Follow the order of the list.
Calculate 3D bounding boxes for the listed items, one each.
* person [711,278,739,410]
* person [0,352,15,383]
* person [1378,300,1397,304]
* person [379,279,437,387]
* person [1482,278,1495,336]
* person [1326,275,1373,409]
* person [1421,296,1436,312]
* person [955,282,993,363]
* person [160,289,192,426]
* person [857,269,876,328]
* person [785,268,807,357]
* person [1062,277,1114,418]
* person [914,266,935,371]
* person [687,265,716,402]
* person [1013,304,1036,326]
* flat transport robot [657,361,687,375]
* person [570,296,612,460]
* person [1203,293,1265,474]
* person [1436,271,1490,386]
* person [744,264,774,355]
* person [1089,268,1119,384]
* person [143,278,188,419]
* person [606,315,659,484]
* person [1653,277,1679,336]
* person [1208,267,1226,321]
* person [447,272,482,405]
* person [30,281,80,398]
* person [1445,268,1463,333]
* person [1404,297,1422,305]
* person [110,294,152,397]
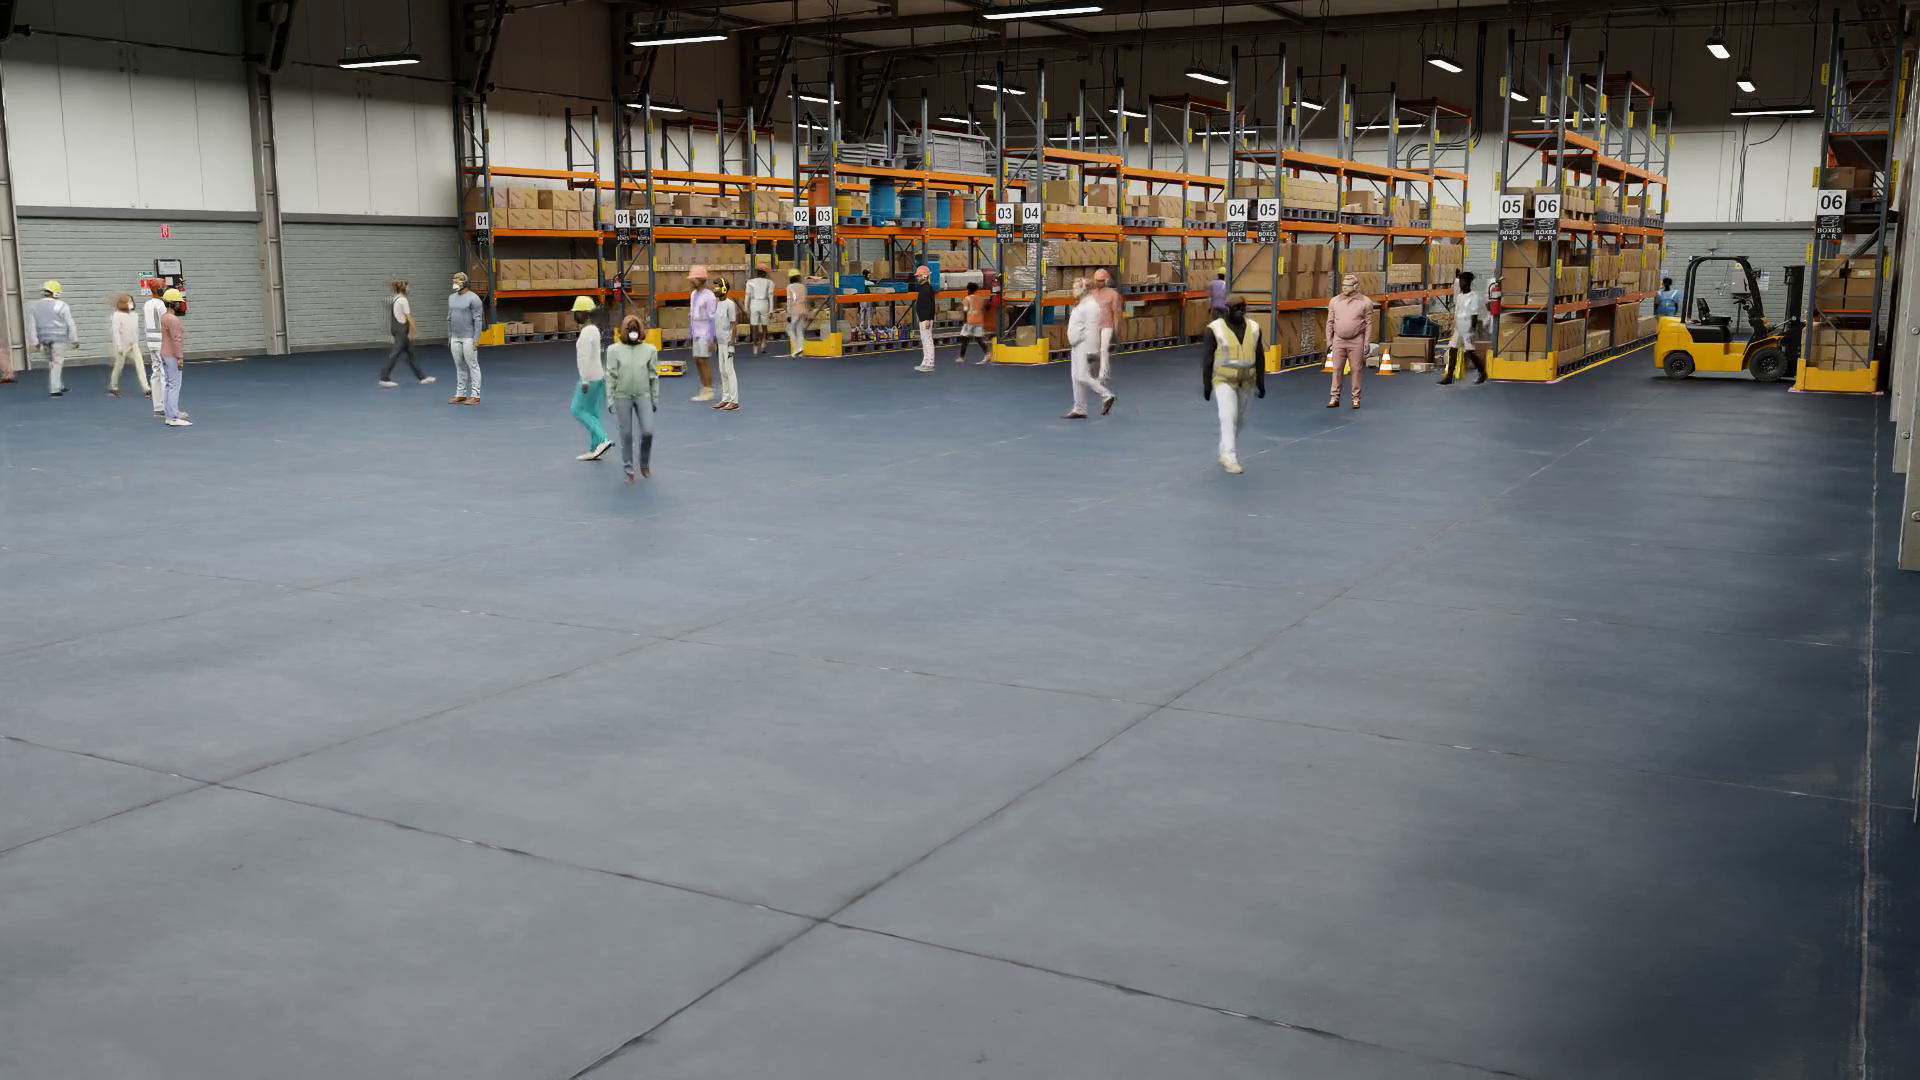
[{"bbox_3d":[-3.332,-2.769,23.556,0.309,1.868,0.534,-6,11,-31],"label":"person"},{"bbox_3d":[-16.667,-3.564,28.257,0.984,1.861,0.649,-3,10,-17],"label":"person"},{"bbox_3d":[12.072,-6.873,47.078,0.603,2.000,0.701,0,10,1],"label":"person"},{"bbox_3d":[-9.312,-3.450,27.806,0.995,1.794,0.517,-6,11,-32],"label":"person"},{"bbox_3d":[14.435,-6.436,45.034,0.540,1.863,0.623,-3,10,-16],"label":"person"},{"bbox_3d":[5.558,-2.831,23.817,0.652,1.902,0.402,4,11,23],"label":"person"},{"bbox_3d":[13.207,-6.797,46.974,0.417,1.922,0.640,-5,11,-29],"label":"person"},{"bbox_3d":[0.311,-4.416,33.807,0.546,1.656,0.725,-9,13,-42],"label":"person"},{"bbox_3d":[-10.090,-2.342,21.382,0.339,1.757,0.518,-8,13,-39],"label":"person"},{"bbox_3d":[-2.282,-5.689,40.660,0.538,1.866,0.313,4,11,23],"label":"person"},{"bbox_3d":[-3.530,-4.877,35.769,0.414,1.909,0.597,8,12,38],"label":"person"},{"bbox_3d":[1.702,-2.555,22.237,0.571,1.896,0.645,-2,10,-14],"label":"person"},{"bbox_3d":[-0.674,-4.191,31.509,0.397,1.992,0.623,-3,10,-14],"label":"person"},{"bbox_3d":[-3.890,-3.085,24.903,0.392,2.042,0.615,-7,12,-36],"label":"person"},{"bbox_3d":[1.628,-5.870,41.391,0.628,1.978,0.421,4,11,25],"label":"person"},{"bbox_3d":[-5.383,-3.157,30.499,0.652,0.197,1.431,-1,10,-5],"label":"flat transport robot"},{"bbox_3d":[-3.957,-1.704,17.627,0.358,1.754,0.544,0,10,-2],"label":"person"},{"bbox_3d":[2.755,-1.611,16.952,0.624,1.815,0.817,-3,10,-18],"label":"person"},{"bbox_3d":[8.477,-3.536,27.860,0.882,1.937,0.621,-3,10,-16],"label":"person"},{"bbox_3d":[-4.432,-5.078,36.671,0.659,1.994,0.775,-1,10,-7],"label":"person"},{"bbox_3d":[2.470,-3.676,28.588,0.625,1.975,0.742,6,11,30],"label":"person"},{"bbox_3d":[-10.710,-2.569,22.342,0.574,1.883,0.356,7,12,36],"label":"person"},{"bbox_3d":[-3.126,-1.335,15.909,0.509,1.621,0.388,-3,10,-17],"label":"person"},{"bbox_3d":[16.649,-5.357,39.251,0.548,1.679,0.383,5,11,28],"label":"person"},{"bbox_3d":[6.363,-5.751,40.869,0.595,1.914,0.576,5,11,26],"label":"person"},{"bbox_3d":[-7.280,-2.952,24.420,0.630,1.940,0.373,5,11,28],"label":"person"},{"bbox_3d":[-13.932,-3.095,25.723,0.580,1.786,0.835,1,10,7],"label":"person"},{"bbox_3d":[13.235,-6.330,44.443,0.510,1.860,0.333,2,10,11],"label":"person"},{"bbox_3d":[12.686,-6.661,46.513,0.617,1.805,0.776,7,12,34],"label":"person"},{"bbox_3d":[-12.846,-2.990,25.666,0.881,1.587,0.513,4,10,21],"label":"person"}]
